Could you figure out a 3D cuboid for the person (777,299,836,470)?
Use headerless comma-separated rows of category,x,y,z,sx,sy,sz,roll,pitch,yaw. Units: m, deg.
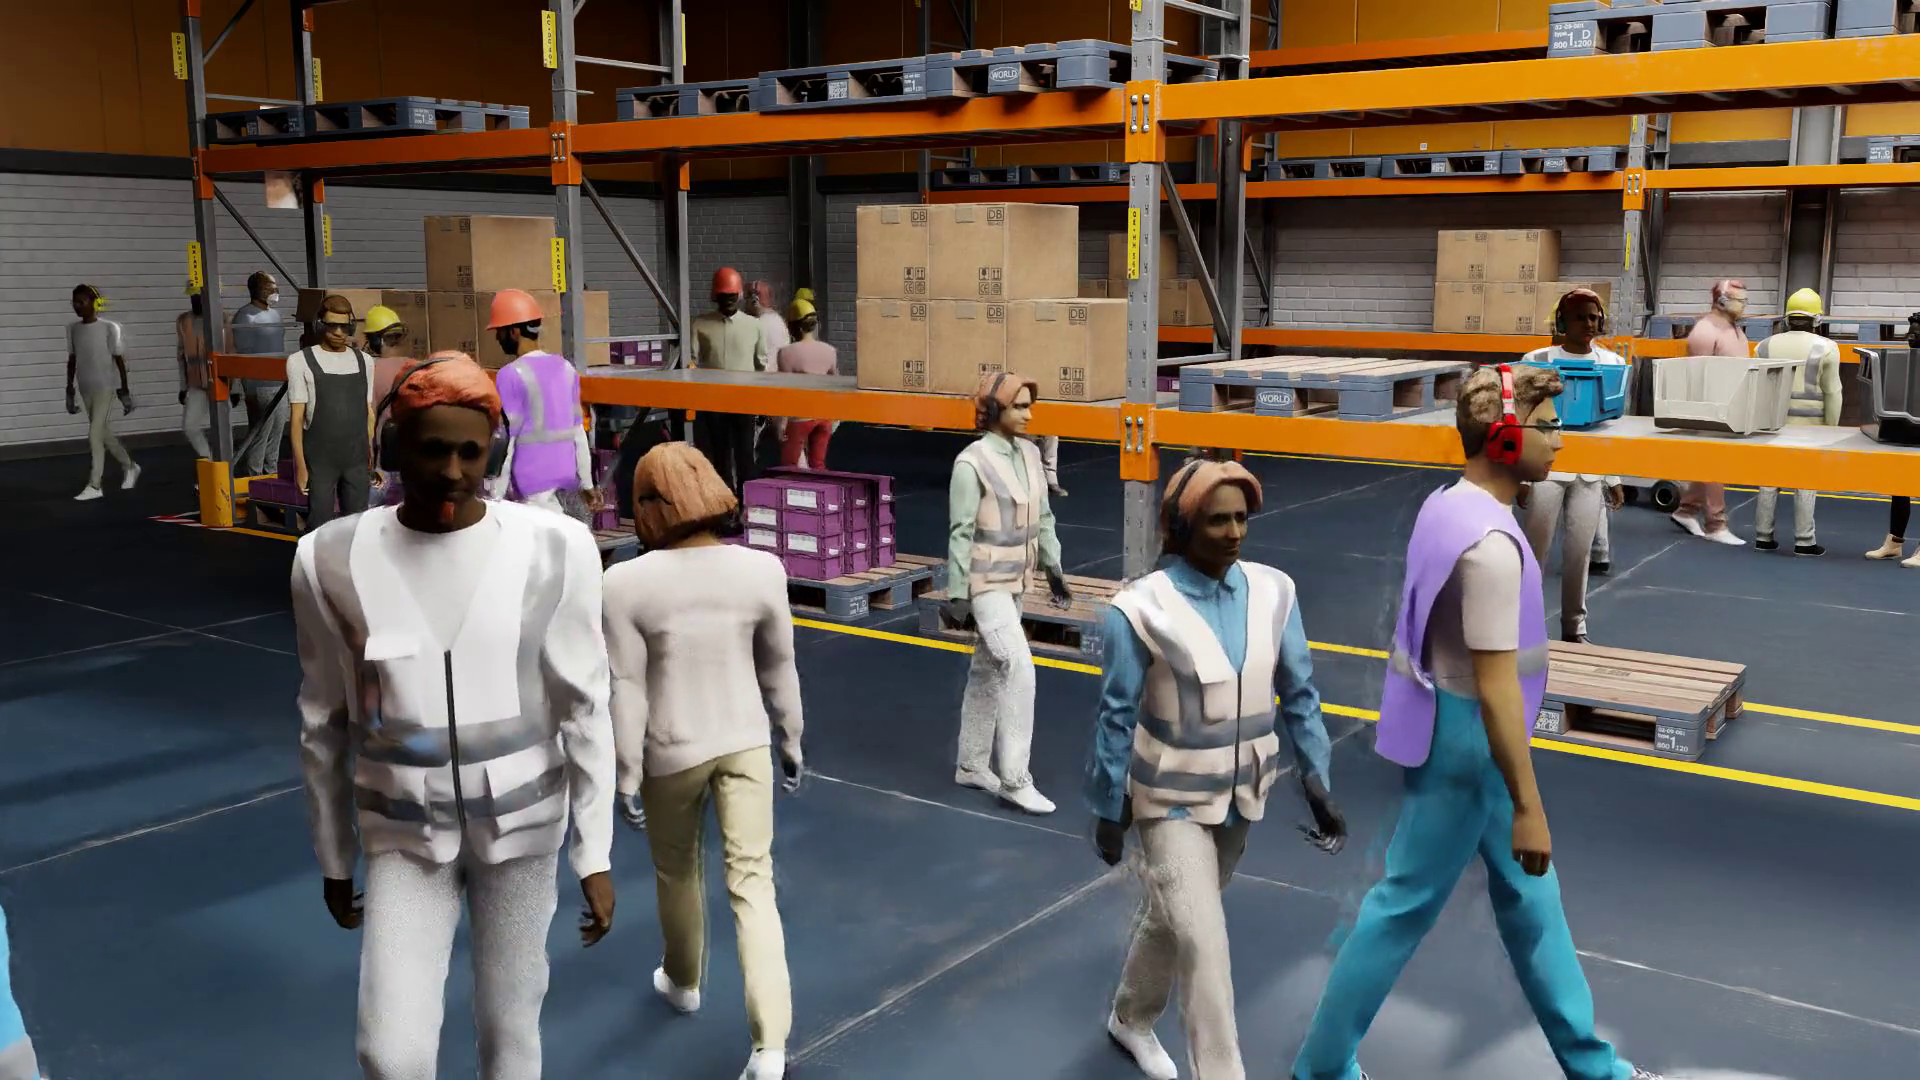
person,-1.102,-0.879,12.151,0.527,1.755,0.446,-7,12,-38

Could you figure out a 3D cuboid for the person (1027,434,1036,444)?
person,0.563,-1.677,16.528,0.612,1.875,0.988,-2,10,-9

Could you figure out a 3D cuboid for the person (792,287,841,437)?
person,-1.672,-2.013,18.954,0.620,1.723,0.489,1,10,8

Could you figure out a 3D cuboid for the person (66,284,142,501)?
person,-7.432,-1.293,14.386,0.540,1.838,0.892,2,10,12

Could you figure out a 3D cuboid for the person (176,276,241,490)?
person,-6.570,-1.363,14.523,0.610,1.912,0.436,1,10,7

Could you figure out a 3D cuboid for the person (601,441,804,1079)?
person,-0.622,0.543,4.159,0.522,1.587,0.884,-4,10,-22

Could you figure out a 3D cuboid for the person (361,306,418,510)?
person,-3.503,-0.547,10.188,0.591,1.750,0.529,7,12,37

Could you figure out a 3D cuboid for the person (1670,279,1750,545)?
person,5.484,-0.921,12.034,0.667,1.924,0.562,-9,13,-43

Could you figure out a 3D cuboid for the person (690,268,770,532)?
person,-1.739,-1.030,12.407,0.637,1.958,0.852,-1,10,-4

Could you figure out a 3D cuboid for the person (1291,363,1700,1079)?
person,1.224,0.499,3.792,0.959,1.791,0.585,2,10,12

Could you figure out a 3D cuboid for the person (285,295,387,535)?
person,-3.414,-0.420,9.143,0.344,1.839,0.505,9,13,41

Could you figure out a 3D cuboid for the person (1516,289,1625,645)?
person,3.084,-0.323,8.431,0.573,1.883,0.355,-1,10,-6

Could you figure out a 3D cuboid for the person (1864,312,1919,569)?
person,6.326,-0.664,11.016,0.318,1.697,0.534,-2,10,-13

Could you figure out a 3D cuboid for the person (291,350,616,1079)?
person,-0.927,0.588,3.088,0.569,1.860,0.632,-2,10,-14

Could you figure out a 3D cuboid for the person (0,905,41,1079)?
person,-1.316,0.889,1.847,0.551,1.654,0.776,-2,10,-11

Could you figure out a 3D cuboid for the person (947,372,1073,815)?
person,0.221,0.194,6.159,0.641,1.616,0.518,5,11,28

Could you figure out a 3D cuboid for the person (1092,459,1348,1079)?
person,0.562,0.598,3.823,0.523,1.587,0.883,-6,11,-30

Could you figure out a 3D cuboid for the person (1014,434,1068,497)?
person,0.602,-1.366,14.426,0.628,1.966,0.820,-7,12,-37

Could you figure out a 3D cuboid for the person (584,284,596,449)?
person,-3.644,-1.522,15.699,0.817,1.843,0.526,3,10,17

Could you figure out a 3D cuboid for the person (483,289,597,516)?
person,-2.171,-0.300,8.314,0.993,1.873,0.568,4,10,21

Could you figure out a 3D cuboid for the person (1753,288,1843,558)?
person,5.722,-0.795,11.379,0.404,1.836,0.599,-7,12,-38

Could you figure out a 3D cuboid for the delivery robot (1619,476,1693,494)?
delivery robot,5.695,-0.580,13.634,0.477,0.478,0.707,-8,12,-38

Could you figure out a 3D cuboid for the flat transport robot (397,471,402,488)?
flat transport robot,-4.573,-0.491,14.222,1.431,0.197,0.652,-3,10,-18

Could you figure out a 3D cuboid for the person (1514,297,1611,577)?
person,3.870,-0.679,10.824,0.599,1.788,0.909,-8,13,-41

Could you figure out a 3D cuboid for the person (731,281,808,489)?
person,-1.647,-1.173,13.585,1.018,1.849,0.667,2,10,14

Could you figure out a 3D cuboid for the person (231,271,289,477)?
person,-5.786,-1.263,13.864,0.357,1.937,0.637,1,10,5
